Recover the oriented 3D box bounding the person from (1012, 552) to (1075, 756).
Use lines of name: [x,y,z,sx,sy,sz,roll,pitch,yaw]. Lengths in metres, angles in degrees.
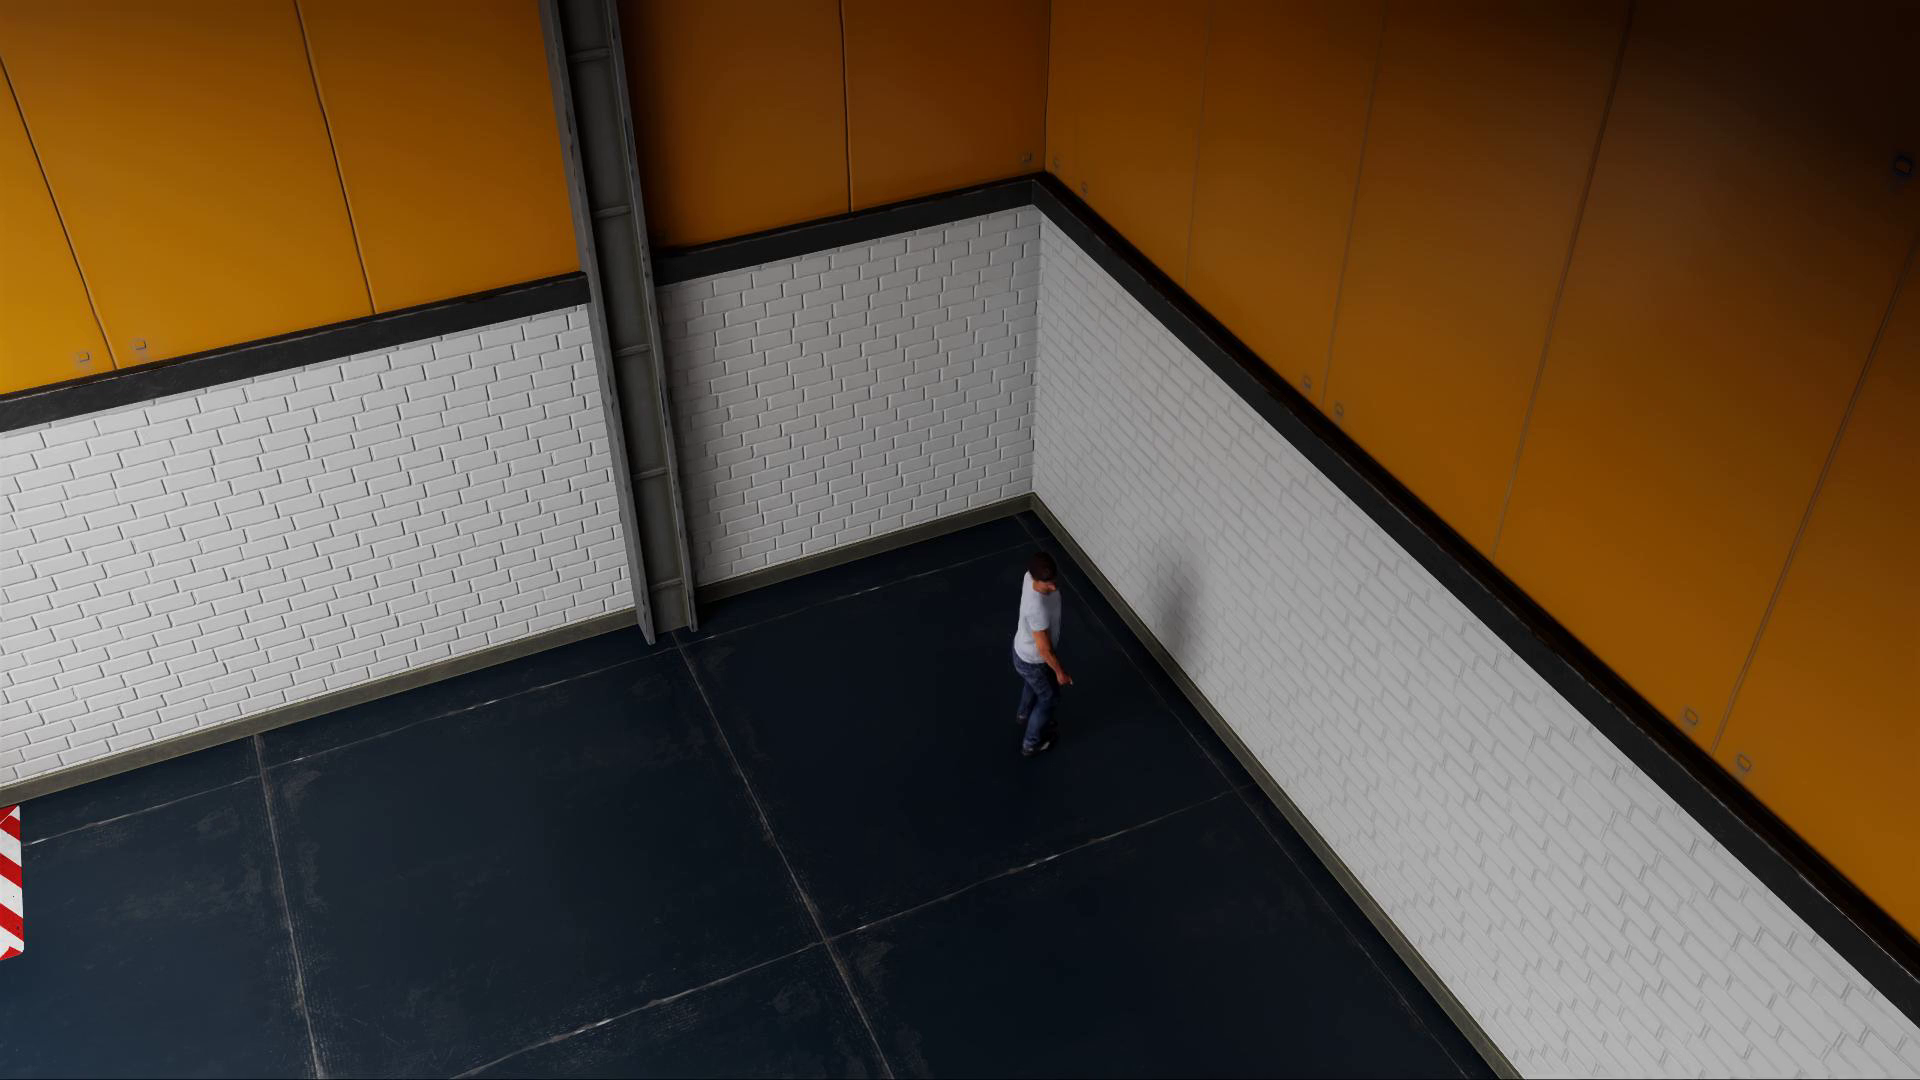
person: [0.466,0.784,11.023,0.786,1.823,0.827,-9,40,-11]
